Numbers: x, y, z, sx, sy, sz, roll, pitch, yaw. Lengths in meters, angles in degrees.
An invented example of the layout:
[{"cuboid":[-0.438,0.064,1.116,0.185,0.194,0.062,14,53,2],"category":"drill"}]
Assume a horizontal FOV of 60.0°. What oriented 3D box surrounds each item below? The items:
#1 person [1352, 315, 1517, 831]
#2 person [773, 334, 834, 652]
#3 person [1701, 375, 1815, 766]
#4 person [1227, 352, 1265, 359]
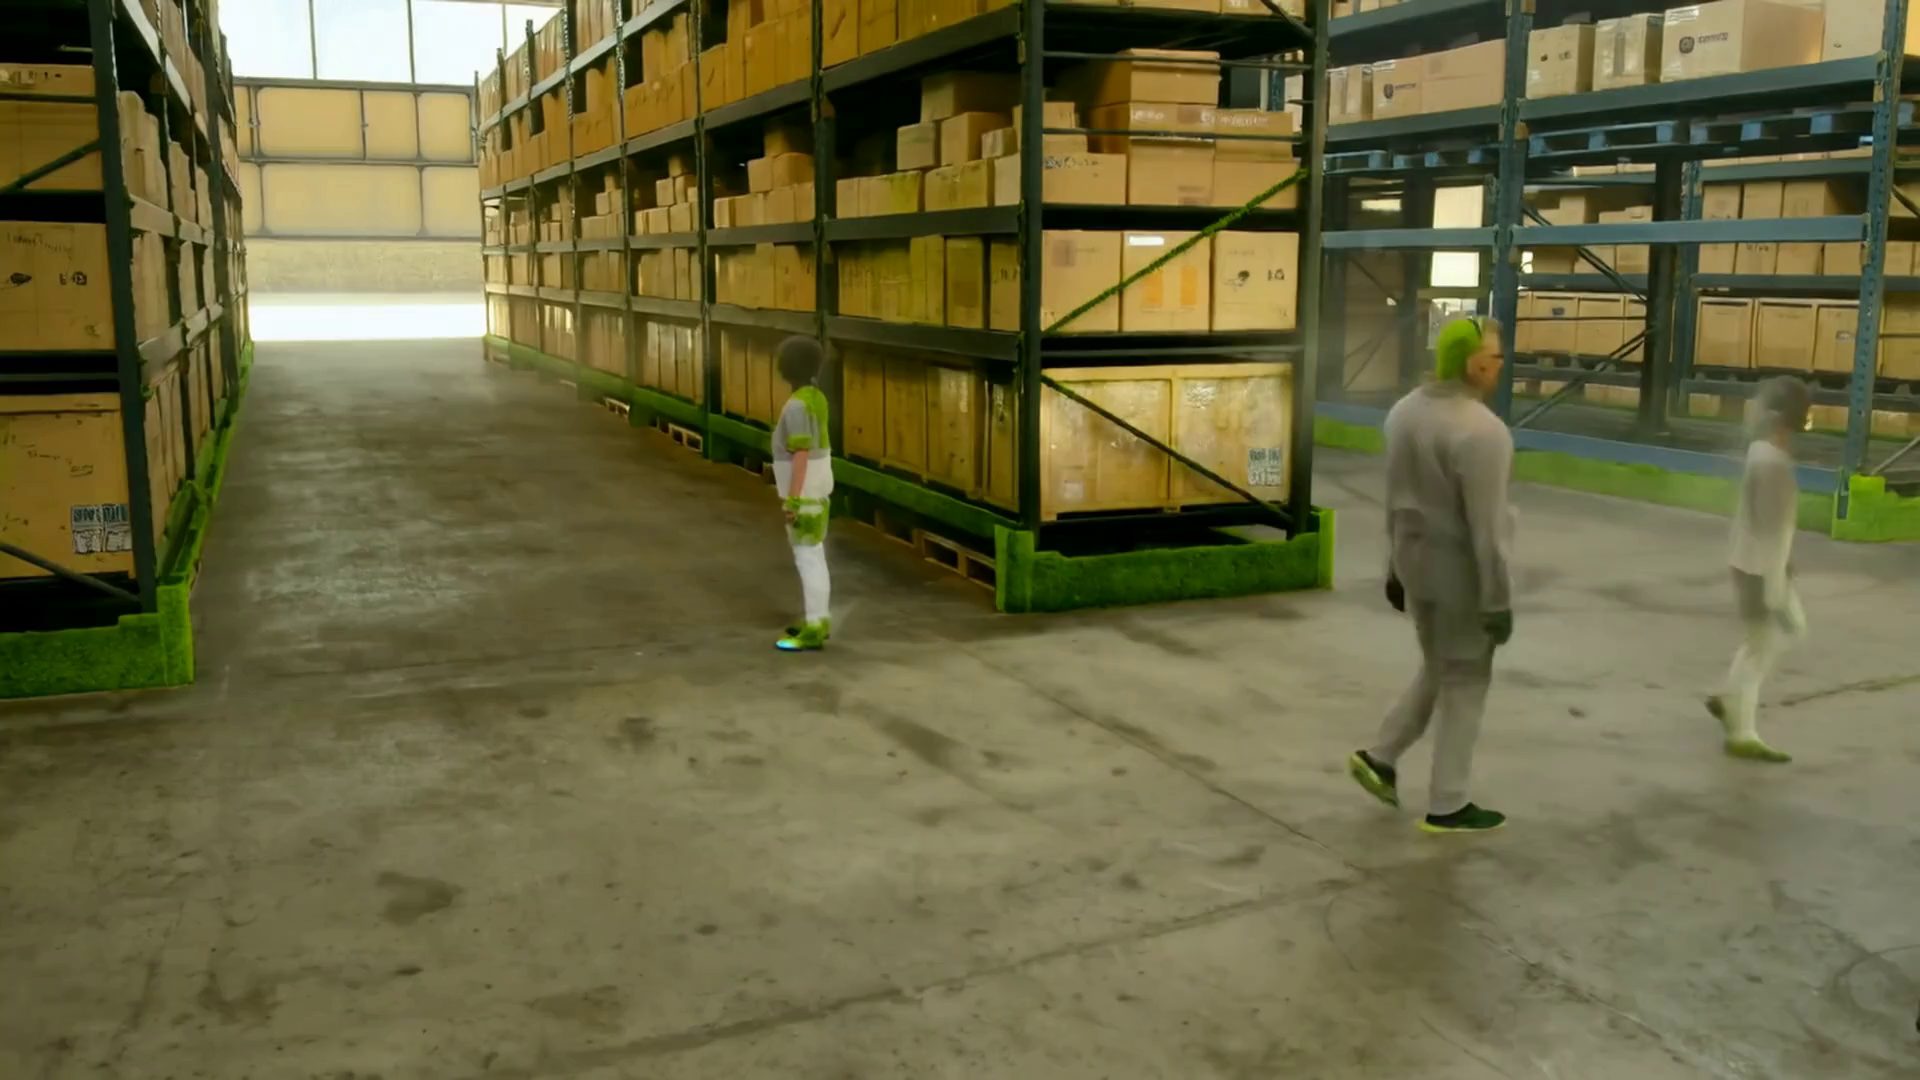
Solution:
[{"cuboid":[1.766,0.137,6.004,0.464,1.888,0.664,-3,10,-17],"category":"person"},{"cuboid":[-0.843,-0.252,8.909,0.315,1.696,0.541,1,10,6],"category":"person"},{"cuboid":[3.351,0.131,6.843,0.345,1.617,0.519,5,11,29],"category":"person"},{"cuboid":[3.287,-2.026,18.956,0.630,1.904,0.974,-4,10,-23],"category":"person"}]
